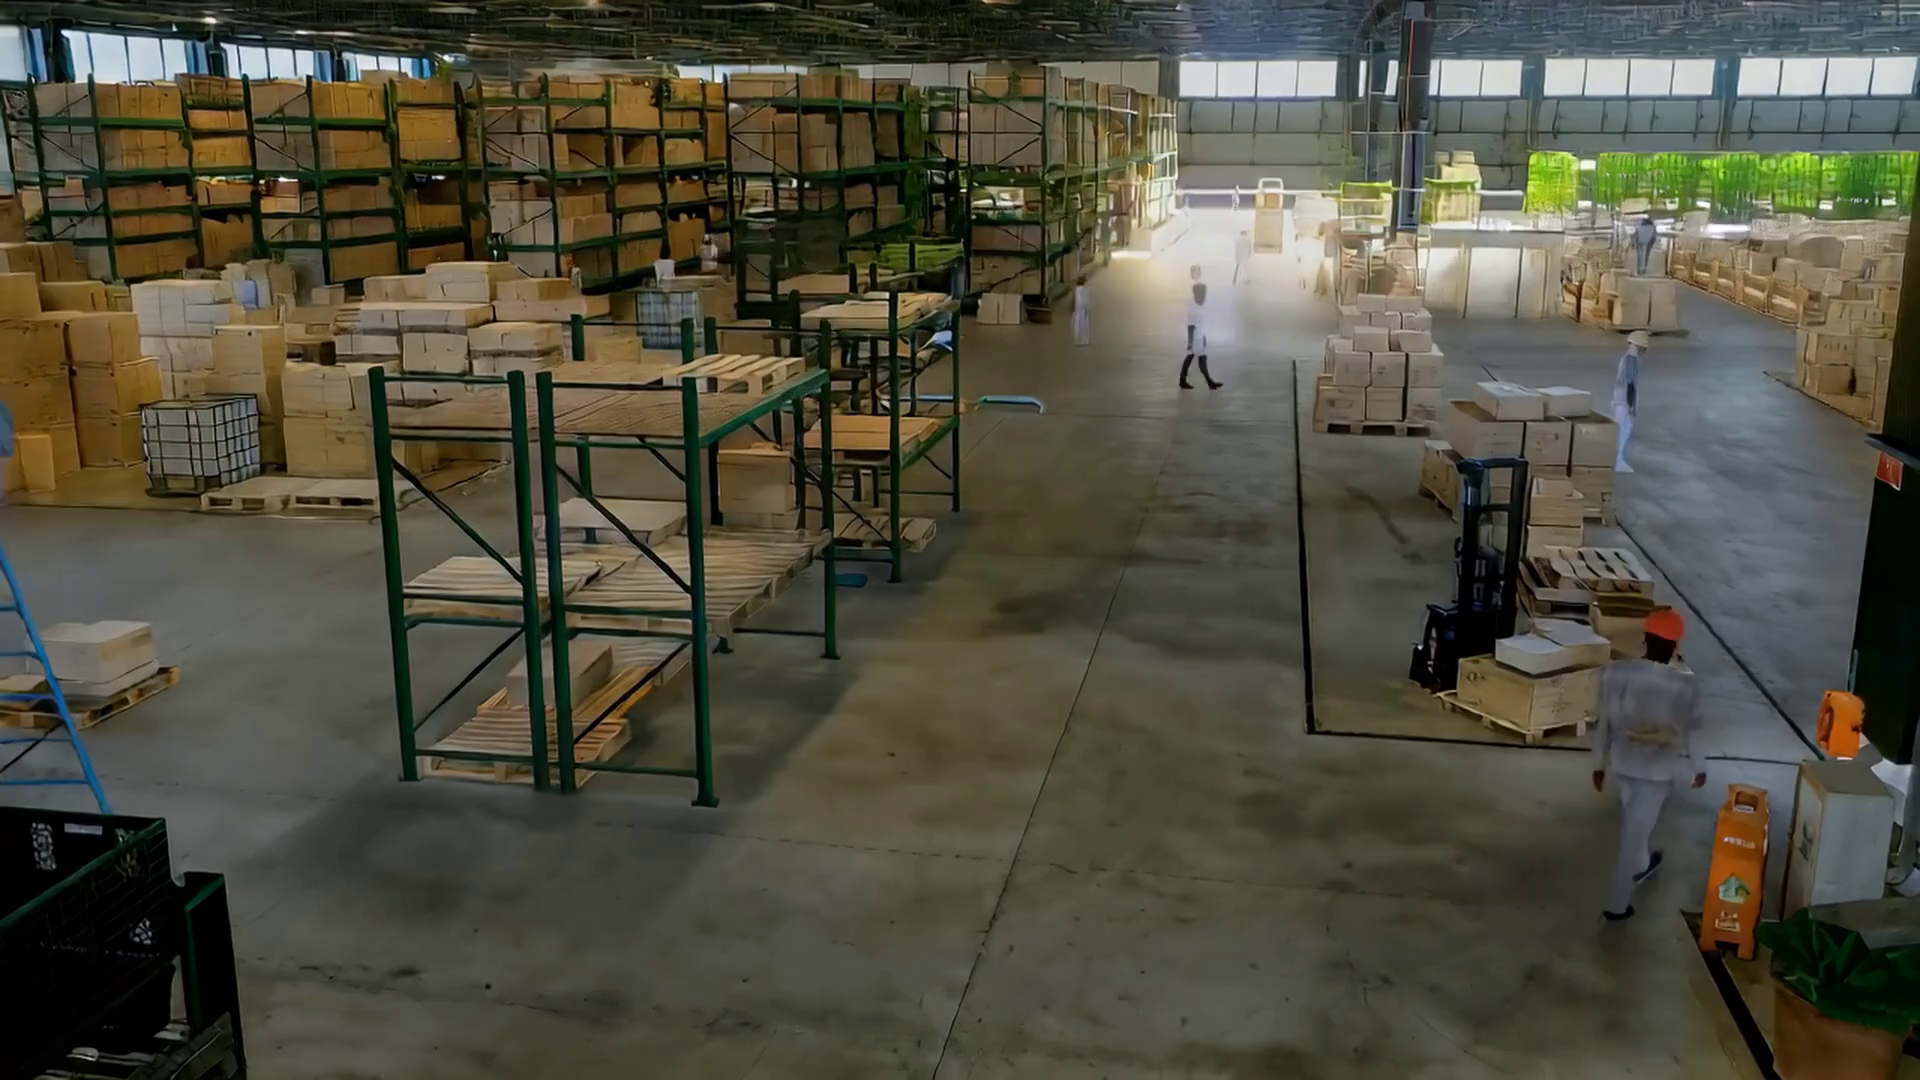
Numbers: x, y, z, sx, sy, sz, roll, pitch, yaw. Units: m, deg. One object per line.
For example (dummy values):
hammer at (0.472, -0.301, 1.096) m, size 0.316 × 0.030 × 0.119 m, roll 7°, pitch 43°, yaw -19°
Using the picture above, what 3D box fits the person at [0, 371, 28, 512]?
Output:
person at (-11.800, -1.257, 20.492) m, size 0.659 × 1.818 × 0.654 m, roll -13°, pitch 19°, yaw -42°

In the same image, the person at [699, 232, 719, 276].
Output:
person at (-6.847, -7.464, 45.474) m, size 0.570 × 1.926 × 0.549 m, roll 3°, pitch 14°, yaw 12°

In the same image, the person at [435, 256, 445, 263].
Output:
person at (-12.441, -5.927, 39.716) m, size 0.565 × 1.677 × 0.552 m, roll -7°, pitch 15°, yaw -25°

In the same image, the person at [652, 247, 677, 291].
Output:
person at (-7.020, -6.012, 39.599) m, size 0.590 × 1.916 × 0.399 m, roll -1°, pitch 14°, yaw -5°

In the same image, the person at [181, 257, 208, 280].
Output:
person at (-17.555, -5.599, 38.193) m, size 0.630 × 1.799 × 0.971 m, roll 4°, pitch 14°, yaw 15°

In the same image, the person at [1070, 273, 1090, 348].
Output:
person at (2.584, -4.924, 35.772) m, size 0.510 × 1.620 × 0.528 m, roll -5°, pitch 15°, yaw -18°

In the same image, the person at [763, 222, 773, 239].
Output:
person at (-7.241, -11.654, 63.107) m, size 0.494 × 1.624 × 0.280 m, roll -1°, pitch 14°, yaw -6°

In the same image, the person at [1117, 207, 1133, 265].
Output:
person at (5.807, -10.575, 57.902) m, size 0.694 × 2.016 × 0.625 m, roll 3°, pitch 14°, yaw 12°

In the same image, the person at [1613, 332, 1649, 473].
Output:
person at (9.192, -1.900, 22.890) m, size 0.416 × 1.924 × 0.545 m, roll 3°, pitch 14°, yaw 12°

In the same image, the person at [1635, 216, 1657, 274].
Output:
person at (22.416, -9.633, 54.355) m, size 0.662 × 1.883 × 0.667 m, roll 4°, pitch 14°, yaw 15°

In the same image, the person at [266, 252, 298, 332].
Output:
person at (-15.276, -5.518, 37.543) m, size 0.627 × 1.941 × 0.371 m, roll -2°, pitch 14°, yaw -10°

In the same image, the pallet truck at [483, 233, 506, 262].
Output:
pallet truck at (-11.832, -7.026, 43.548) m, size 1.885 × 1.965 × 0.823 m, roll 8°, pitch 16°, yaw 28°

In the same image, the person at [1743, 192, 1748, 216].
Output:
person at (37.707, -15.858, 79.769) m, size 0.587 × 1.821 × 0.404 m, roll -5°, pitch 15°, yaw -21°

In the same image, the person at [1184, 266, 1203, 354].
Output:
person at (4.901, -4.781, 34.695) m, size 0.319 × 1.870 × 0.532 m, roll -1°, pitch 14°, yaw -4°

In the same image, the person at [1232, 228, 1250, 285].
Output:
person at (8.630, -8.662, 50.758) m, size 0.534 × 1.727 × 0.916 m, roll -4°, pitch 15°, yaw -17°

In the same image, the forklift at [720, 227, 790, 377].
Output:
forklift at (-3.787, -4.493, 31.447) m, size 1.129 × 2.768 × 1.873 m, roll 3°, pitch 14°, yaw 10°

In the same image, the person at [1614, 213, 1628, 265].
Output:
person at (23.098, -10.520, 58.111) m, size 0.403 × 1.817 × 0.597 m, roll 10°, pitch 17°, yaw 35°

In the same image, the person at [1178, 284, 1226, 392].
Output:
person at (4.371, -3.625, 29.875) m, size 0.941 × 1.923 × 0.631 m, roll 4°, pitch 14°, yaw 15°

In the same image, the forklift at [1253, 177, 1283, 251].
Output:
forklift at (12.083, -12.747, 64.956) m, size 1.129 × 2.768 × 1.873 m, roll 3°, pitch 14°, yaw 10°

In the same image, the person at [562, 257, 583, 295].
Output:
person at (-9.368, -6.027, 40.245) m, size 0.523 × 1.631 × 0.321 m, roll 0°, pitch 14°, yaw 0°

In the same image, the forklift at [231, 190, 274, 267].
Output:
forklift at (-21.337, -9.325, 51.062) m, size 1.873 × 2.768 × 1.129 m, roll 3°, pitch 14°, yaw 10°

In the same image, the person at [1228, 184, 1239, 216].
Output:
person at (15.116, -18.687, 91.422) m, size 0.514 × 1.733 × 0.572 m, roll 9°, pitch 17°, yaw 33°

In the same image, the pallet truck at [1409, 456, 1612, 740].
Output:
pallet truck at (4.504, 0.400, 13.395) m, size 0.823 × 1.965 × 1.885 m, roll -6°, pitch 15°, yaw -23°

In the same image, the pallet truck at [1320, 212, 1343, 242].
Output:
pallet truck at (15.874, -13.227, 70.310) m, size 0.680 × 1.201 × 1.601 m, roll 10°, pitch 17°, yaw 35°

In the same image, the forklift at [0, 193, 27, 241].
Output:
forklift at (-27.626, -8.675, 48.424) m, size 1.129 × 2.768 × 1.873 m, roll 3°, pitch 14°, yaw 10°

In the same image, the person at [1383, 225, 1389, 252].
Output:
person at (14.413, -9.880, 55.907) m, size 0.287 × 1.627 × 0.497 m, roll -10°, pitch 17°, yaw -35°

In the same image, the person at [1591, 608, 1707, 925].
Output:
person at (4.146, 1.312, 9.962) m, size 0.982 × 1.870 × 0.592 m, roll -12°, pitch 18°, yaw -40°

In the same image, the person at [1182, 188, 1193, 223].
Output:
person at (11.630, -17.124, 85.119) m, size 0.535 × 1.720 × 0.893 m, roll 2°, pitch 14°, yaw 9°

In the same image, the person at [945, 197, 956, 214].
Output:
person at (-0.400, -19.167, 93.049) m, size 1.000 × 1.897 × 0.614 m, roll 2°, pitch 14°, yaw 9°

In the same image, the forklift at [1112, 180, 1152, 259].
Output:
forklift at (6.082, -11.722, 60.796) m, size 1.873 × 2.768 × 1.129 m, roll 2°, pitch 14°, yaw 9°
